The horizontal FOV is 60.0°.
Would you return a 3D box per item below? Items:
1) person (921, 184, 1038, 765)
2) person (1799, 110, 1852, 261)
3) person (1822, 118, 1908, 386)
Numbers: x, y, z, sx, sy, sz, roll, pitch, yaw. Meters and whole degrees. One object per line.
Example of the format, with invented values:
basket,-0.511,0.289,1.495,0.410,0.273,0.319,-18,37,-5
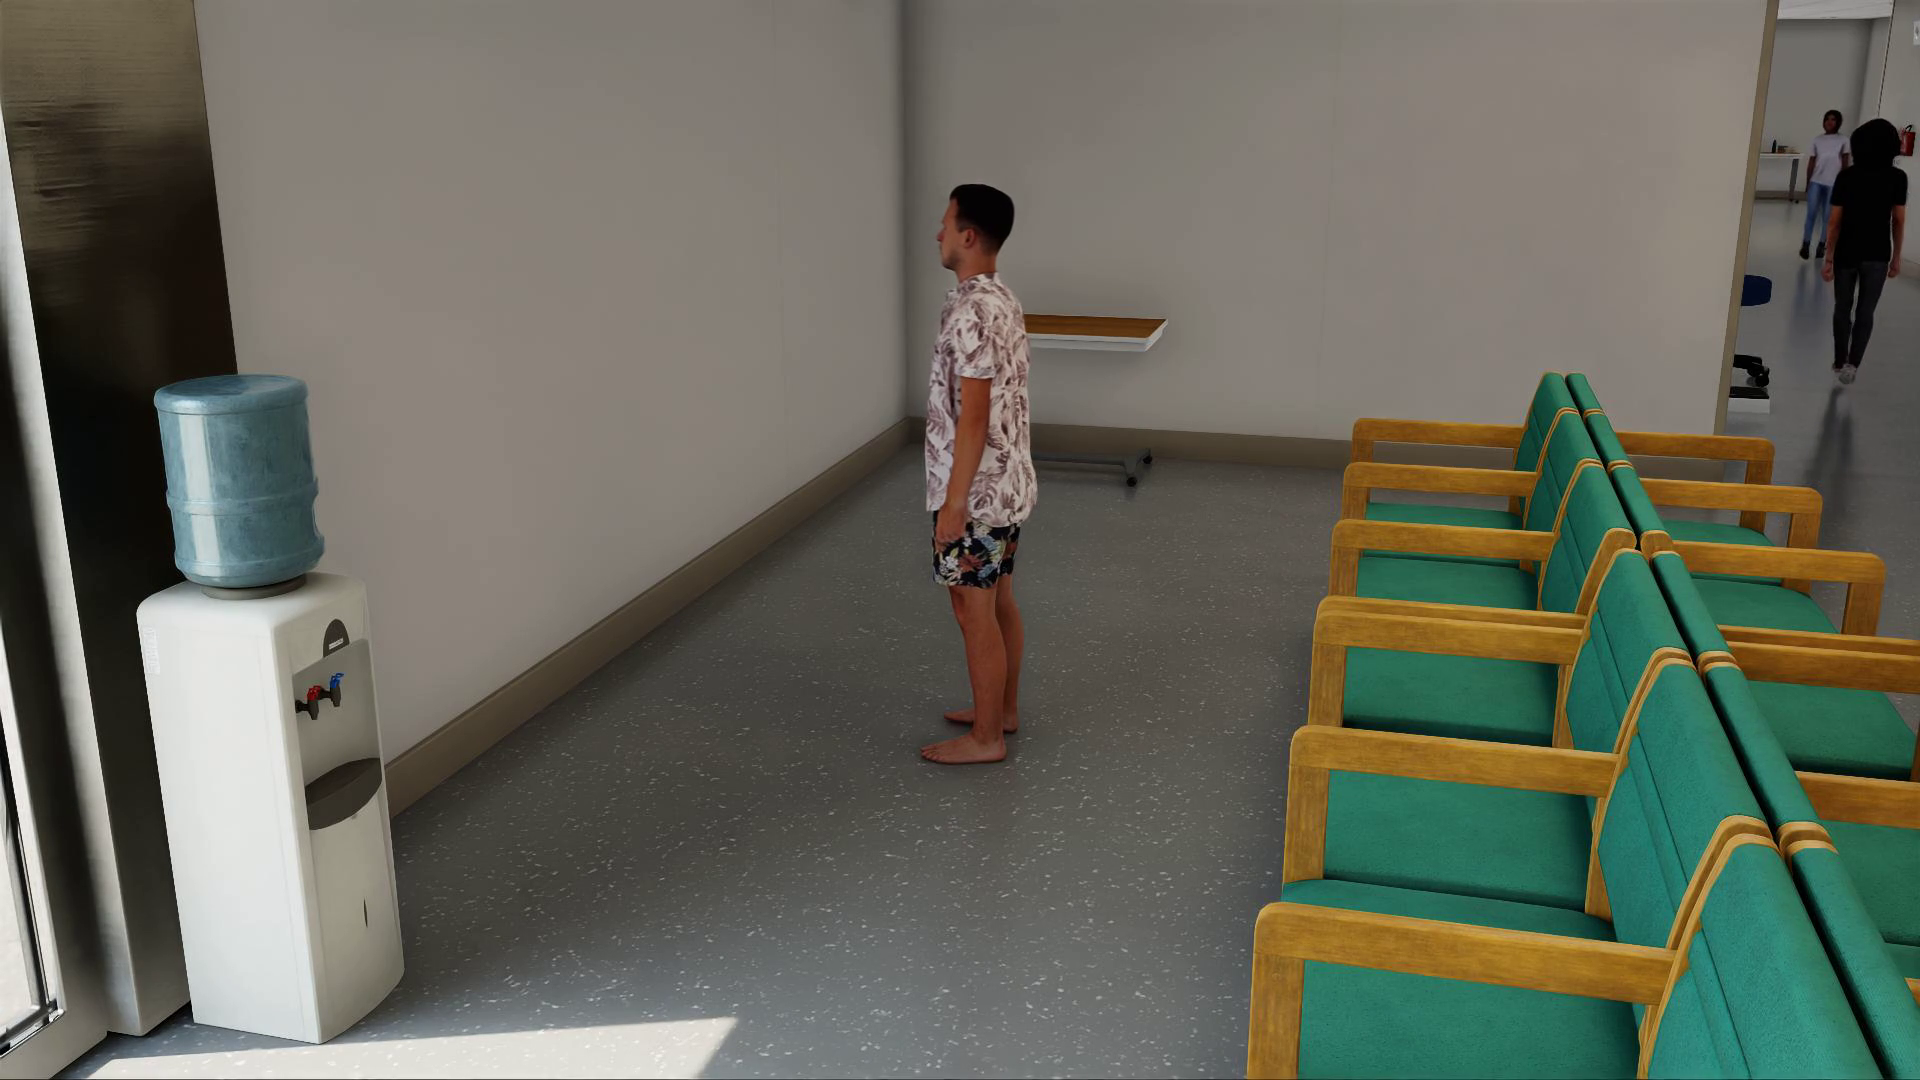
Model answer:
person,0.073,-0.199,5.249,0.542,1.816,0.657,4,16,15
person,10.040,-4.079,19.257,1.100,1.681,0.849,9,18,30
person,6.267,-1.972,11.541,1.142,1.801,0.884,8,18,27
